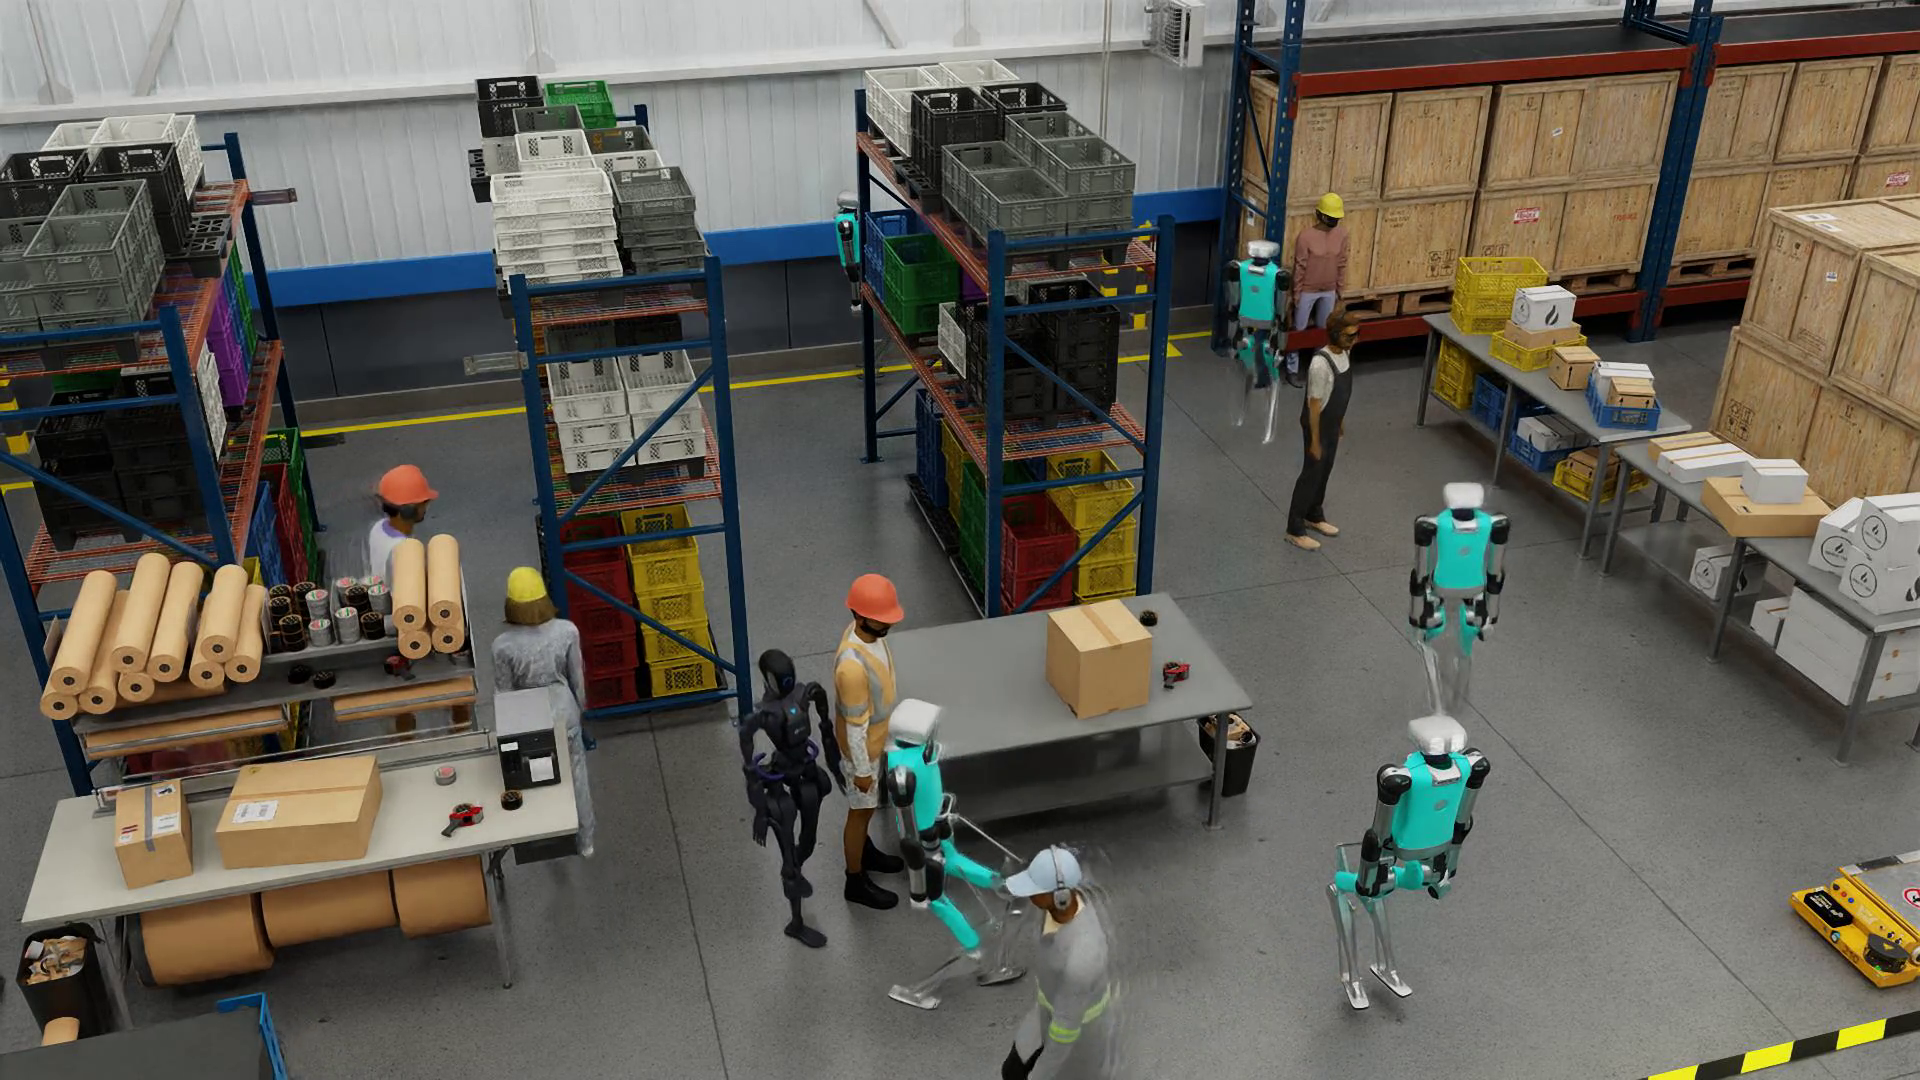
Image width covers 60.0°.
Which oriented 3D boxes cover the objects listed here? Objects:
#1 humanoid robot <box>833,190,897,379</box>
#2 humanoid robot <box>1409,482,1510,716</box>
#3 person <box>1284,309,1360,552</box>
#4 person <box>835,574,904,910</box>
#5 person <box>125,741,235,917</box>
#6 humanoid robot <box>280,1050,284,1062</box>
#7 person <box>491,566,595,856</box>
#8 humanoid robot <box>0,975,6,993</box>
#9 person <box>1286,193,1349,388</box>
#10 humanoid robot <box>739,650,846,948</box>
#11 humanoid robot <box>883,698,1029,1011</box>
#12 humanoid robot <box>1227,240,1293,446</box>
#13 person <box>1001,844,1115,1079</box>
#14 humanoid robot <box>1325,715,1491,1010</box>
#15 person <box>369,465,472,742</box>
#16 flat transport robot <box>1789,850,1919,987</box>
[{"bbox_3d":[-0.722,-2.231,14.556,0.735,1.677,0.533,-1,29,-1],"label":"humanoid robot"},{"bbox_3d":[2.907,0.401,9.990,0.585,1.855,0.727,2,29,4],"label":"humanoid robot"},{"bbox_3d":[2.631,-0.798,11.993,0.340,1.836,0.500,19,34,31],"label":"person"},{"bbox_3d":[-0.451,1.019,8.578,0.368,1.933,0.548,3,29,6],"label":"person"},{"bbox_3d":[-4.045,1.081,8.540,0.697,1.856,0.985,21,35,33],"label":"person"},{"bbox_3d":[-2.475,2.514,6.153,0.590,1.627,0.755,1,29,1],"label":"humanoid robot"},{"bbox_3d":[-2.233,0.949,8.931,0.514,1.714,0.474,-17,33,-28],"label":"person"},{"bbox_3d":[-4.927,1.646,7.710,0.601,1.651,0.514,-5,29,-8],"label":"humanoid robot"},{"bbox_3d":[3.153,-2.191,14.603,0.523,1.761,0.336,-10,30,-17],"label":"person"},{"bbox_3d":[-0.820,1.254,8.447,0.600,1.641,0.607,-23,36,-35],"label":"humanoid robot"},{"bbox_3d":[0.068,1.546,7.846,0.866,1.778,0.576,4,29,8],"label":"humanoid robot"},{"bbox_3d":[2.511,-1.670,13.676,0.530,1.781,0.772,16,33,26],"label":"humanoid robot"},{"bbox_3d":[0.355,2.020,6.864,0.721,1.826,0.602,-7,30,-13],"label":"person"},{"bbox_3d":[2.029,1.438,7.880,0.533,1.677,0.735,-8,30,-15],"label":"humanoid robot"},{"bbox_3d":[-2.993,0.493,9.450,0.768,2.017,0.610,-23,36,-35],"label":"person"},{"bbox_3d":[5.163,1.916,8.676,1.431,0.231,0.659,-8,30,-14],"label":"flat transport robot"}]
